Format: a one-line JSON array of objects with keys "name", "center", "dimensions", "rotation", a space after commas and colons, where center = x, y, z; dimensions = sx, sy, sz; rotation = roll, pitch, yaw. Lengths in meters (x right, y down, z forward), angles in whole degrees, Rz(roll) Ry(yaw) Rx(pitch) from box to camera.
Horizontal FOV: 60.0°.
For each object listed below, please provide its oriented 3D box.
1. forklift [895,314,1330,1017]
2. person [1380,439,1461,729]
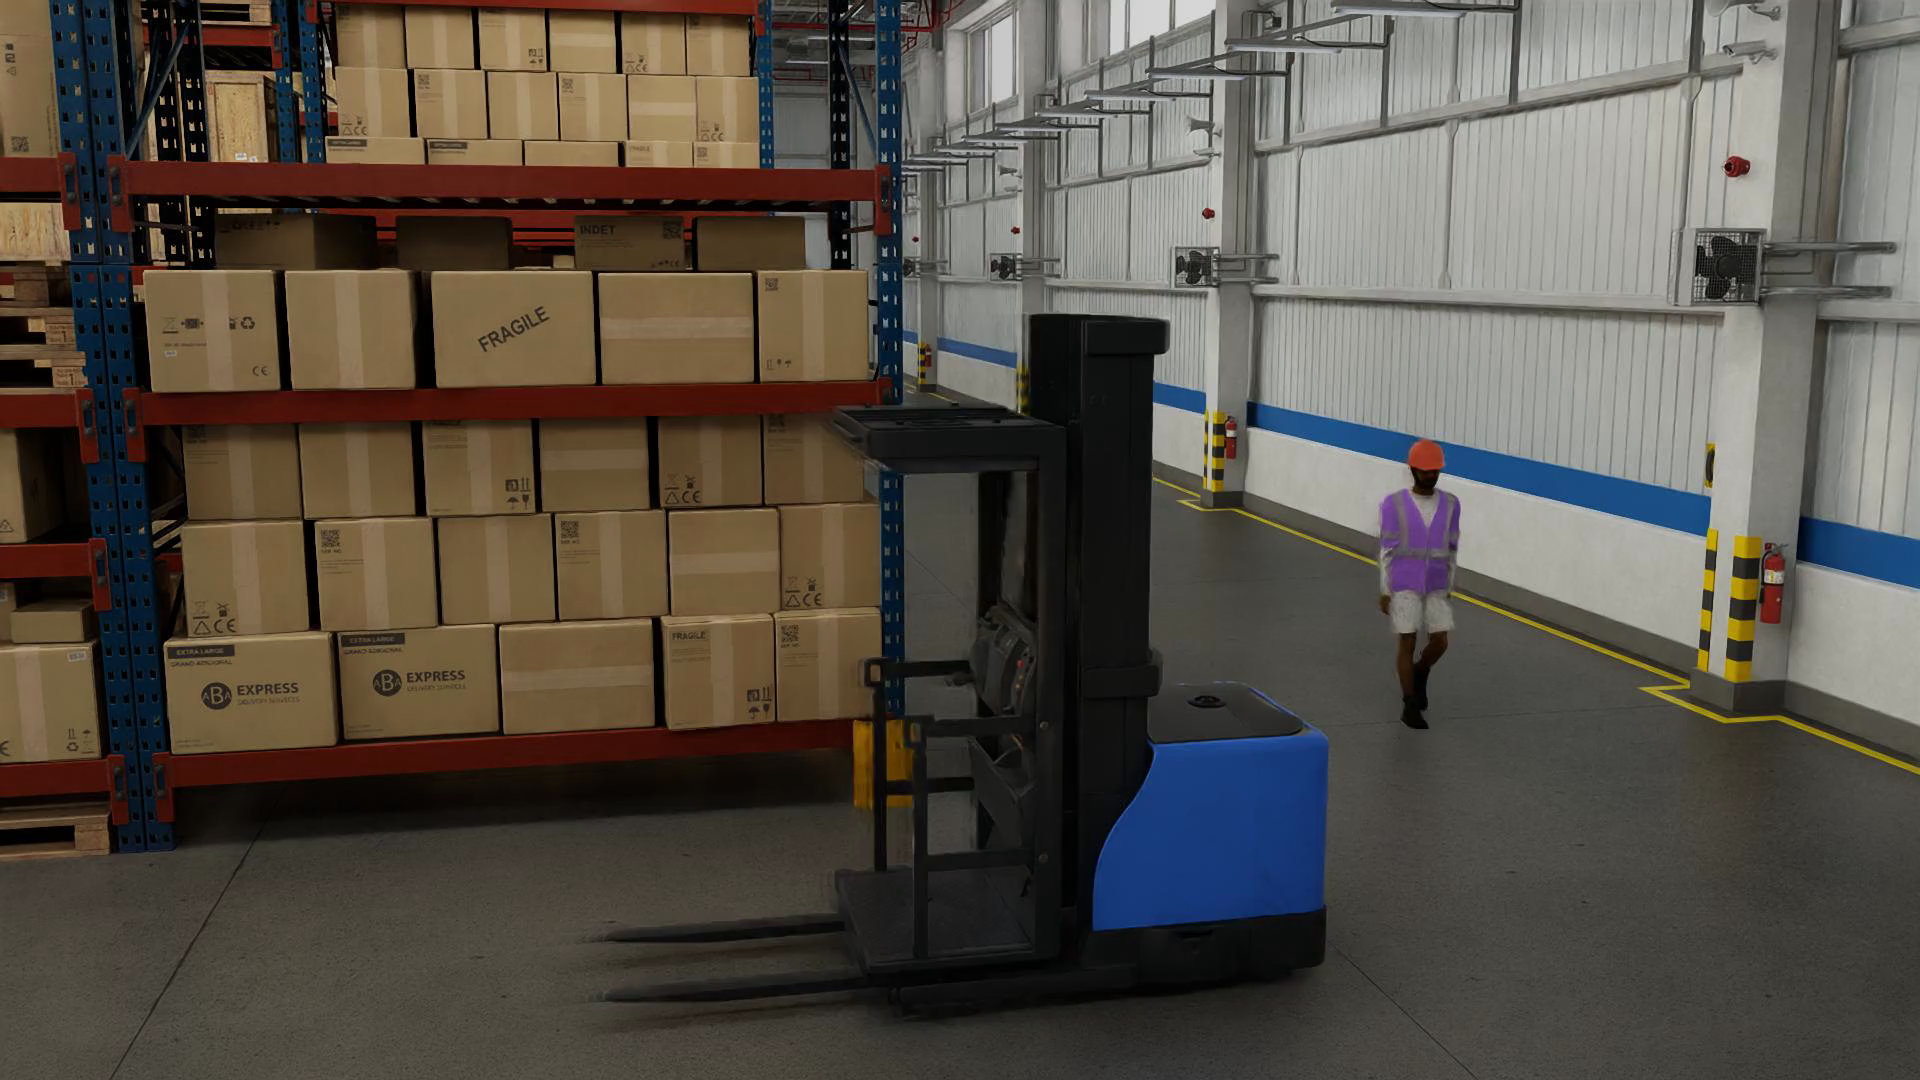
[{"name": "forklift", "center": [0.562, 0.433, 7.163], "dimensions": [1.873, 2.768, 1.129], "rotation": [-2, 10, -12]}, {"name": "person", "center": [3.028, 0.280, 11.010], "dimensions": [0.552, 1.922, 0.474], "rotation": [-1, 9, -3]}]
